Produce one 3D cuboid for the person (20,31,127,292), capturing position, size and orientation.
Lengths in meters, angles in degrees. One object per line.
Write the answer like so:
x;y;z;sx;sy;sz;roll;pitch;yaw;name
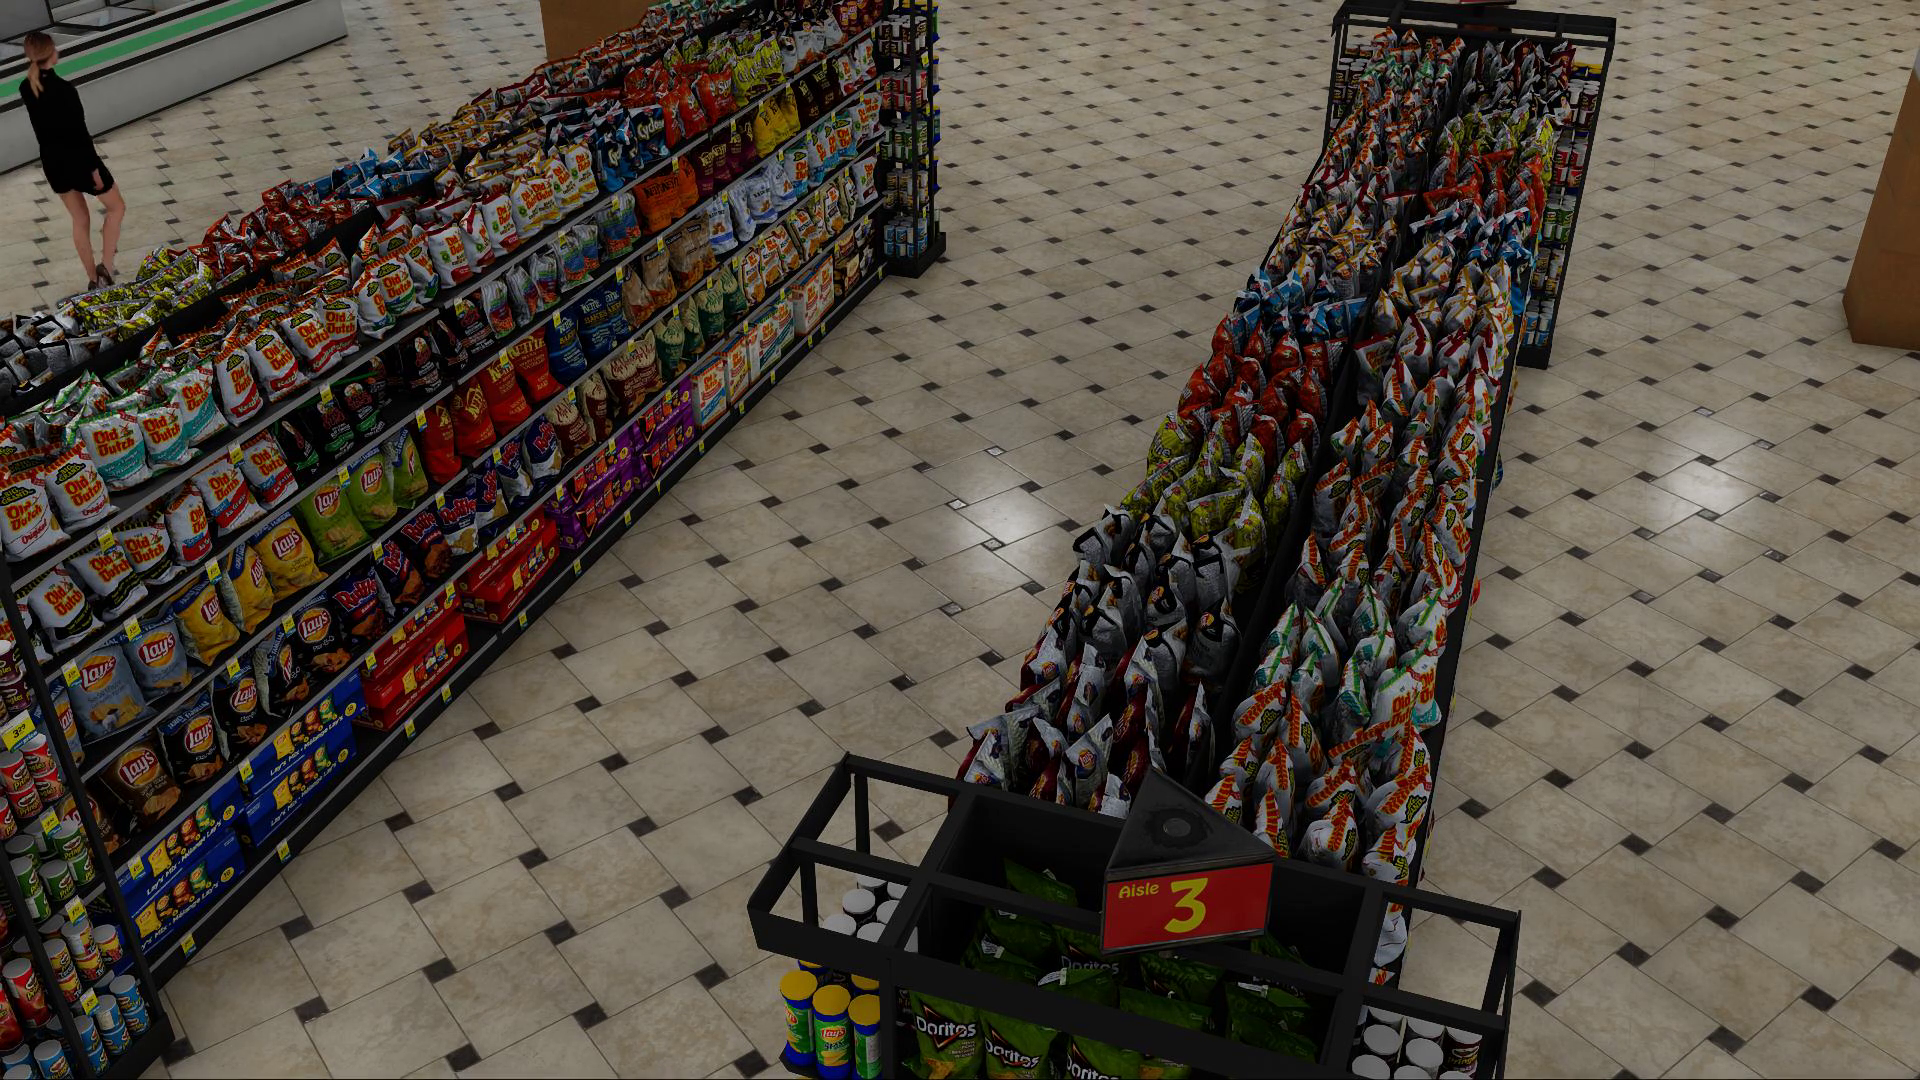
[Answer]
-5.687;-2.316;10.592;0.640;1.753;0.640;5;32;8;person
